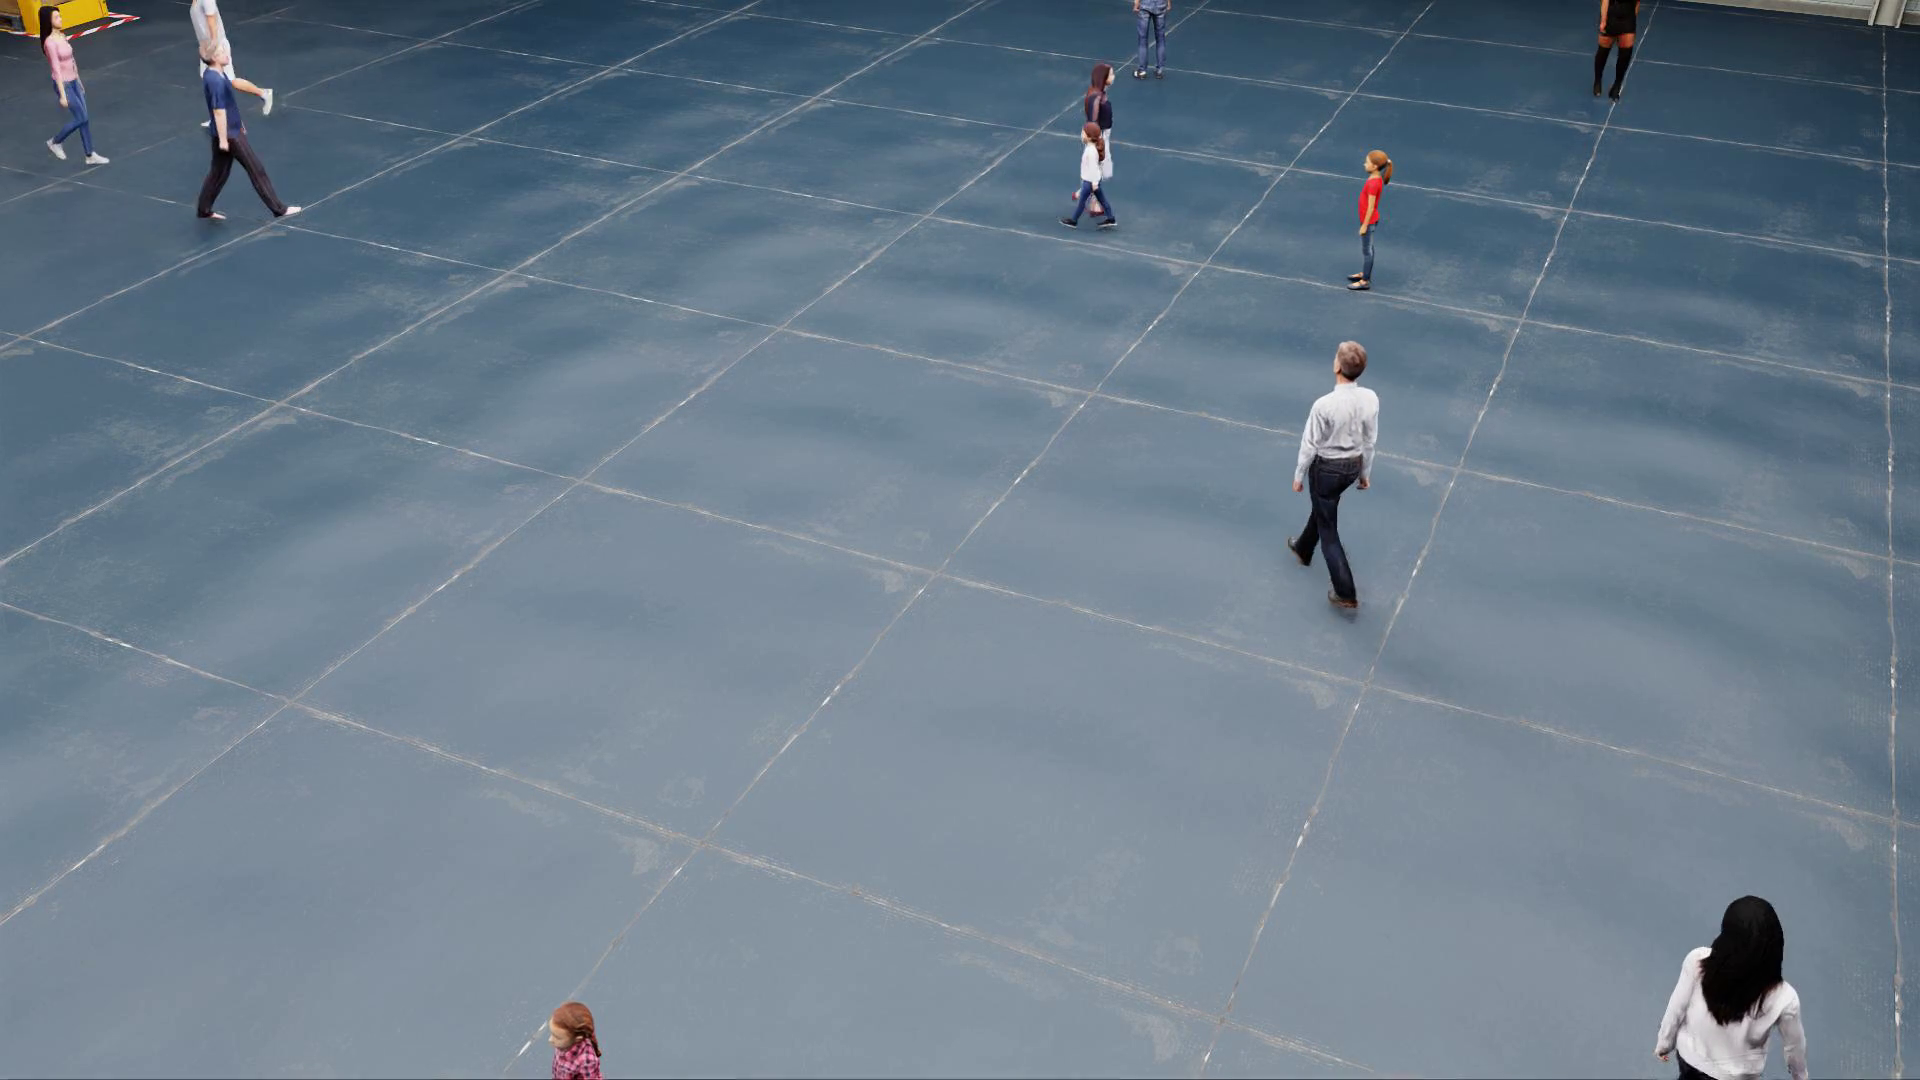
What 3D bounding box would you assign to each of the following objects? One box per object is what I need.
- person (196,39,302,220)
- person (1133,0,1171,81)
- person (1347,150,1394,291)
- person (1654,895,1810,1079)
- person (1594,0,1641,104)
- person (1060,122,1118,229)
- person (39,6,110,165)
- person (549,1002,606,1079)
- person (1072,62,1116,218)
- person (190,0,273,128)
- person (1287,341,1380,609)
[{"bbox_3d":[-7.367,-3.995,16.522,1.238,1.813,1.228,-14,35,-21],"label":"person"},{"bbox_3d":[2.413,-6.721,20.796,0.676,1.865,0.771,-6,33,-9],"label":"person"},{"bbox_3d":[3.788,-2.962,15.356,0.528,1.311,0.514,9,33,14],"label":"person"},{"bbox_3d":[3.060,2.197,6.837,0.944,1.675,0.963,-24,39,-33],"label":"person"},{"bbox_3d":[7.923,-6.279,20.126,0.812,1.832,0.826,4,32,6],"label":"person"},{"bbox_3d":[1.376,-3.618,16.612,0.847,1.081,0.597,4,32,6],"label":"person"},{"bbox_3d":[-9.776,-4.928,18.077,0.914,1.733,0.799,-3,32,-5],"label":"person"},{"bbox_3d":[-1.619,2.376,7.164,0.553,1.021,0.471,-24,39,-33],"label":"person"},{"bbox_3d":[1.325,-4.001,16.737,0.757,1.594,0.703,5,33,7],"label":"person"},{"bbox_3d":[-8.521,-5.707,19.217,1.029,1.834,1.136,-28,41,-36],"label":"person"},{"bbox_3d":[2.472,-0.396,10.849,1.160,1.779,1.234,-11,34,-17],"label":"person"}]
